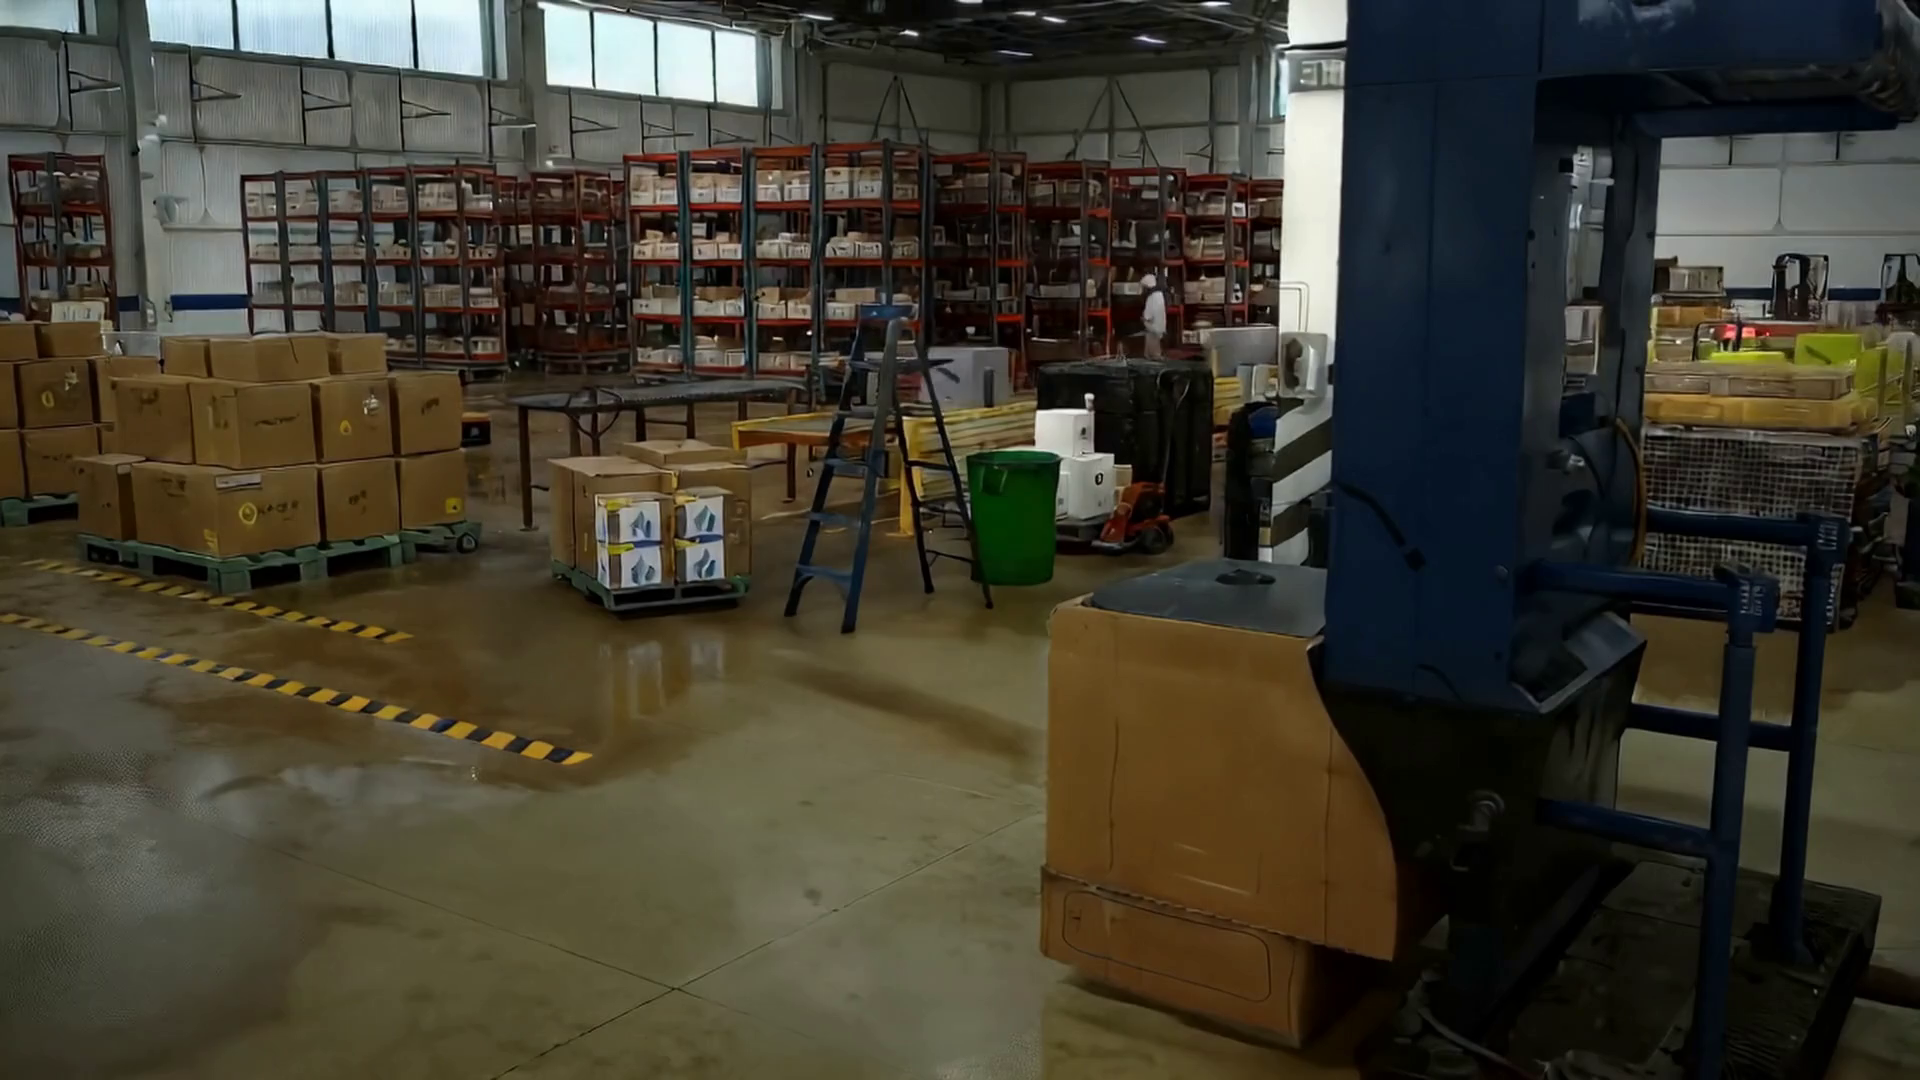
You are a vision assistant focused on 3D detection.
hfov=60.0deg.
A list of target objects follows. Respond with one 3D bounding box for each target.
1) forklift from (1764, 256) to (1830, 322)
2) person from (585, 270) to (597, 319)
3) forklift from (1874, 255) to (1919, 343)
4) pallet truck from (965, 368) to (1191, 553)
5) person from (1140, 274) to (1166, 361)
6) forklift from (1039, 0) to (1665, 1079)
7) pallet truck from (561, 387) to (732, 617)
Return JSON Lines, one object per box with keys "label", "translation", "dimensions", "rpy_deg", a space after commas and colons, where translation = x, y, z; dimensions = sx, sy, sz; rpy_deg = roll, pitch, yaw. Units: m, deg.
{"label": "forklift", "translation": [20.253, -5.854, 40.139], "dimensions": [1.157, 1.987, 2.680], "rpy_deg": [7, 12, 35]}
{"label": "person", "translation": [-8.797, -5.541, 39.720], "dimensions": [0.559, 1.816, 0.659], "rpy_deg": [5, 11, 25]}
{"label": "forklift", "translation": [22.089, -5.634, 38.796], "dimensions": [1.157, 1.987, 2.680], "rpy_deg": [6, 11, 33]}
{"label": "pallet truck", "translation": [0.845, -0.609, 11.869], "dimensions": [1.630, 1.274, 0.653], "rpy_deg": [7, 12, 35]}
{"label": "person", "translation": [3.225, -3.525, 27.780], "dimensions": [0.473, 1.801, 0.621], "rpy_deg": [1, 10, 6]}
{"label": "forklift", "translation": [1.249, -0.137, 4.360], "dimensions": [1.873, 2.768, 1.129], "rpy_deg": [7, 12, 35]}
{"label": "pallet truck", "translation": [-1.981, -0.274, 10.088], "dimensions": [0.680, 1.201, 1.601], "rpy_deg": [-5, 11, -28]}
